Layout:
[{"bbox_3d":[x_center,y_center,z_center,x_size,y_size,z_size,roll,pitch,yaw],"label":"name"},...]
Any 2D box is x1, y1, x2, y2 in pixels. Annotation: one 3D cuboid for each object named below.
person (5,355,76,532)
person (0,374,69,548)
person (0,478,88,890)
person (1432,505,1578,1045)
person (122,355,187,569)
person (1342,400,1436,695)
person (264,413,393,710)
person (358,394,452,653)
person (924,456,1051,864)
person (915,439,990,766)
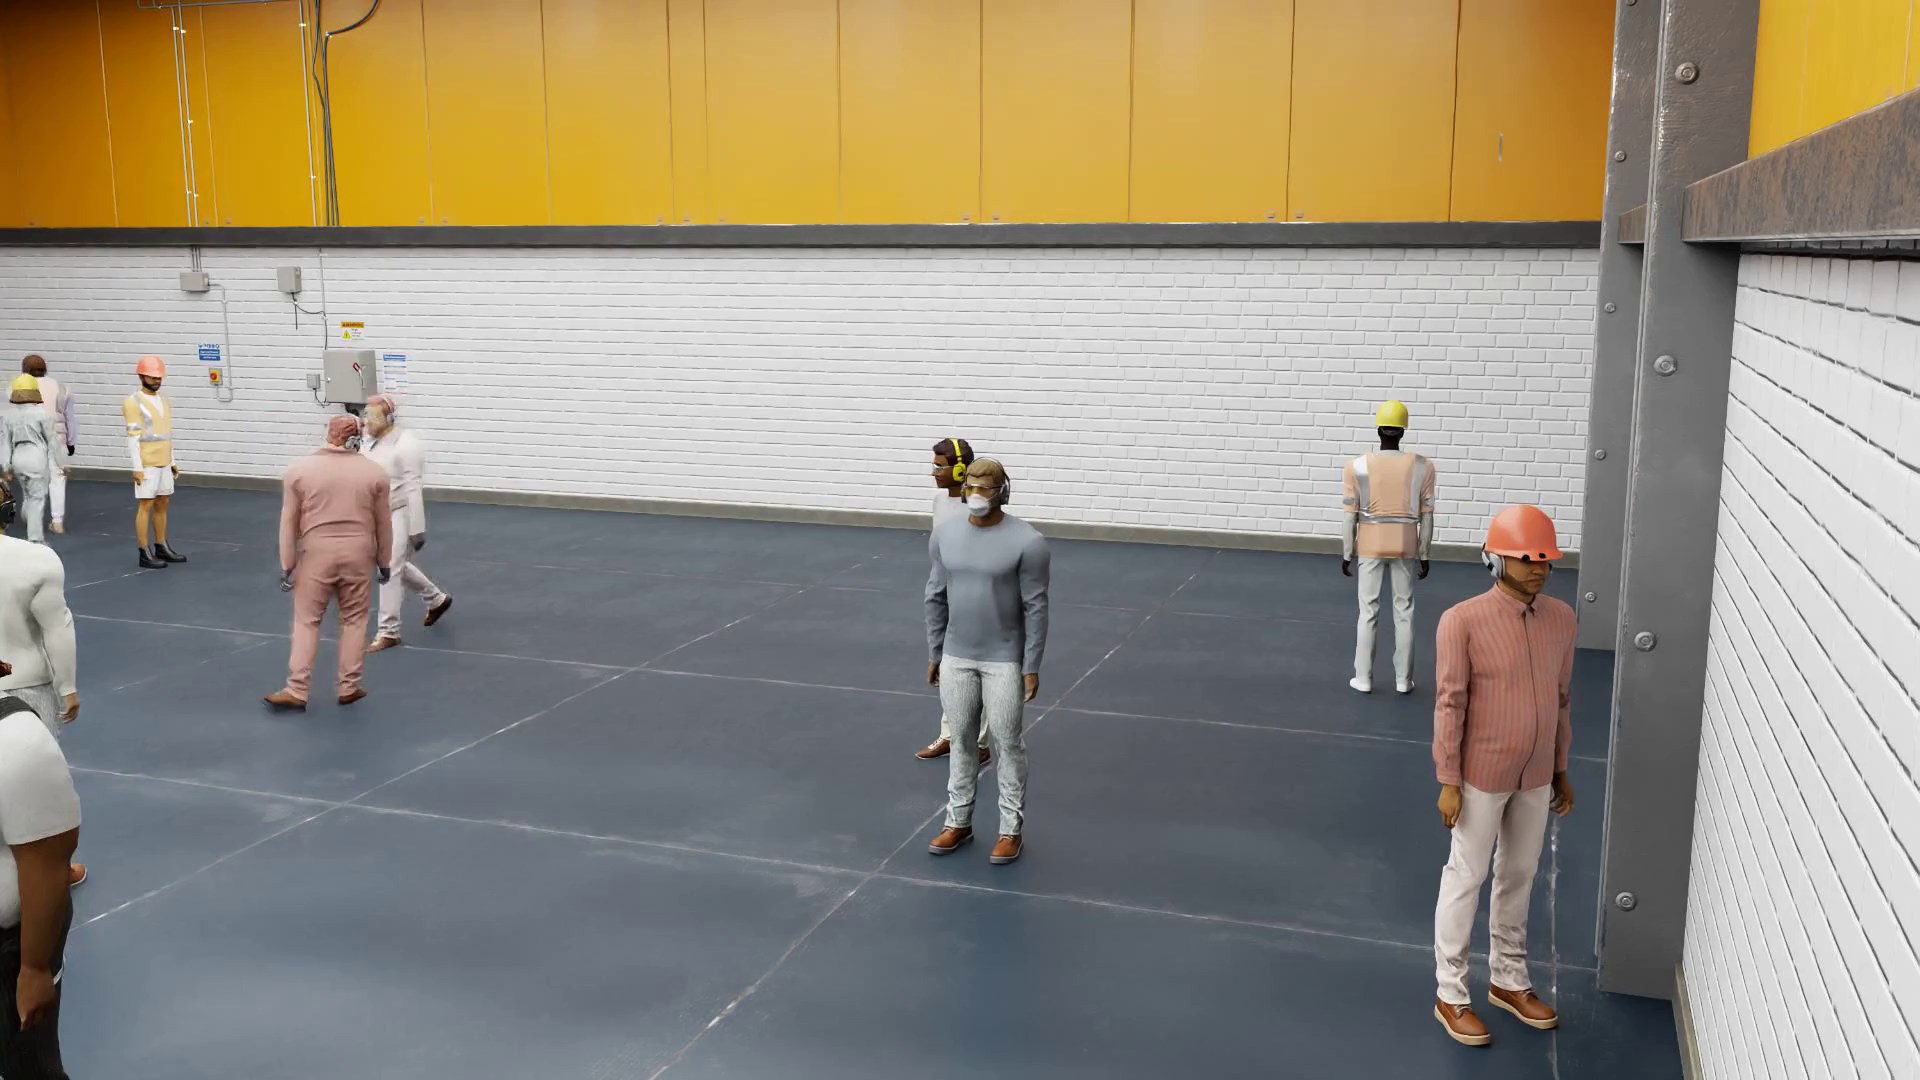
[{"bbox_3d":[-9.475,-1.003,17.125,0.657,1.801,0.937,-8,13,-38],"label":"person"},{"bbox_3d":[-8.692,-0.701,15.687,0.497,1.720,0.672,1,10,7],"label":"person"},{"bbox_3d":[-4.244,0.662,7.381,0.636,1.939,0.364,-2,10,-10],"label":"person"},{"bbox_3d":[2.017,0.853,6.148,0.612,1.995,0.382,-4,11,-23],"label":"person"},{"bbox_3d":[-7.320,-0.716,15.148,0.374,1.934,0.549,2,10,12],"label":"person"},{"bbox_3d":[2.775,0.055,10.828,0.585,1.927,0.366,1,10,7],"label":"person"},{"bbox_3d":[-4.022,0.131,10.606,0.803,1.861,0.419,-5,11,-27],"label":"person"},{"bbox_3d":[-4.077,-0.153,12.222,0.667,1.874,0.853,8,13,39],"label":"person"},{"bbox_3d":[0.115,0.567,7.916,0.630,1.940,0.370,5,11,25],"label":"person"},{"bbox_3d":[-0.013,0.357,9.305,0.310,1.864,0.532,-8,13,-40],"label":"person"}]
